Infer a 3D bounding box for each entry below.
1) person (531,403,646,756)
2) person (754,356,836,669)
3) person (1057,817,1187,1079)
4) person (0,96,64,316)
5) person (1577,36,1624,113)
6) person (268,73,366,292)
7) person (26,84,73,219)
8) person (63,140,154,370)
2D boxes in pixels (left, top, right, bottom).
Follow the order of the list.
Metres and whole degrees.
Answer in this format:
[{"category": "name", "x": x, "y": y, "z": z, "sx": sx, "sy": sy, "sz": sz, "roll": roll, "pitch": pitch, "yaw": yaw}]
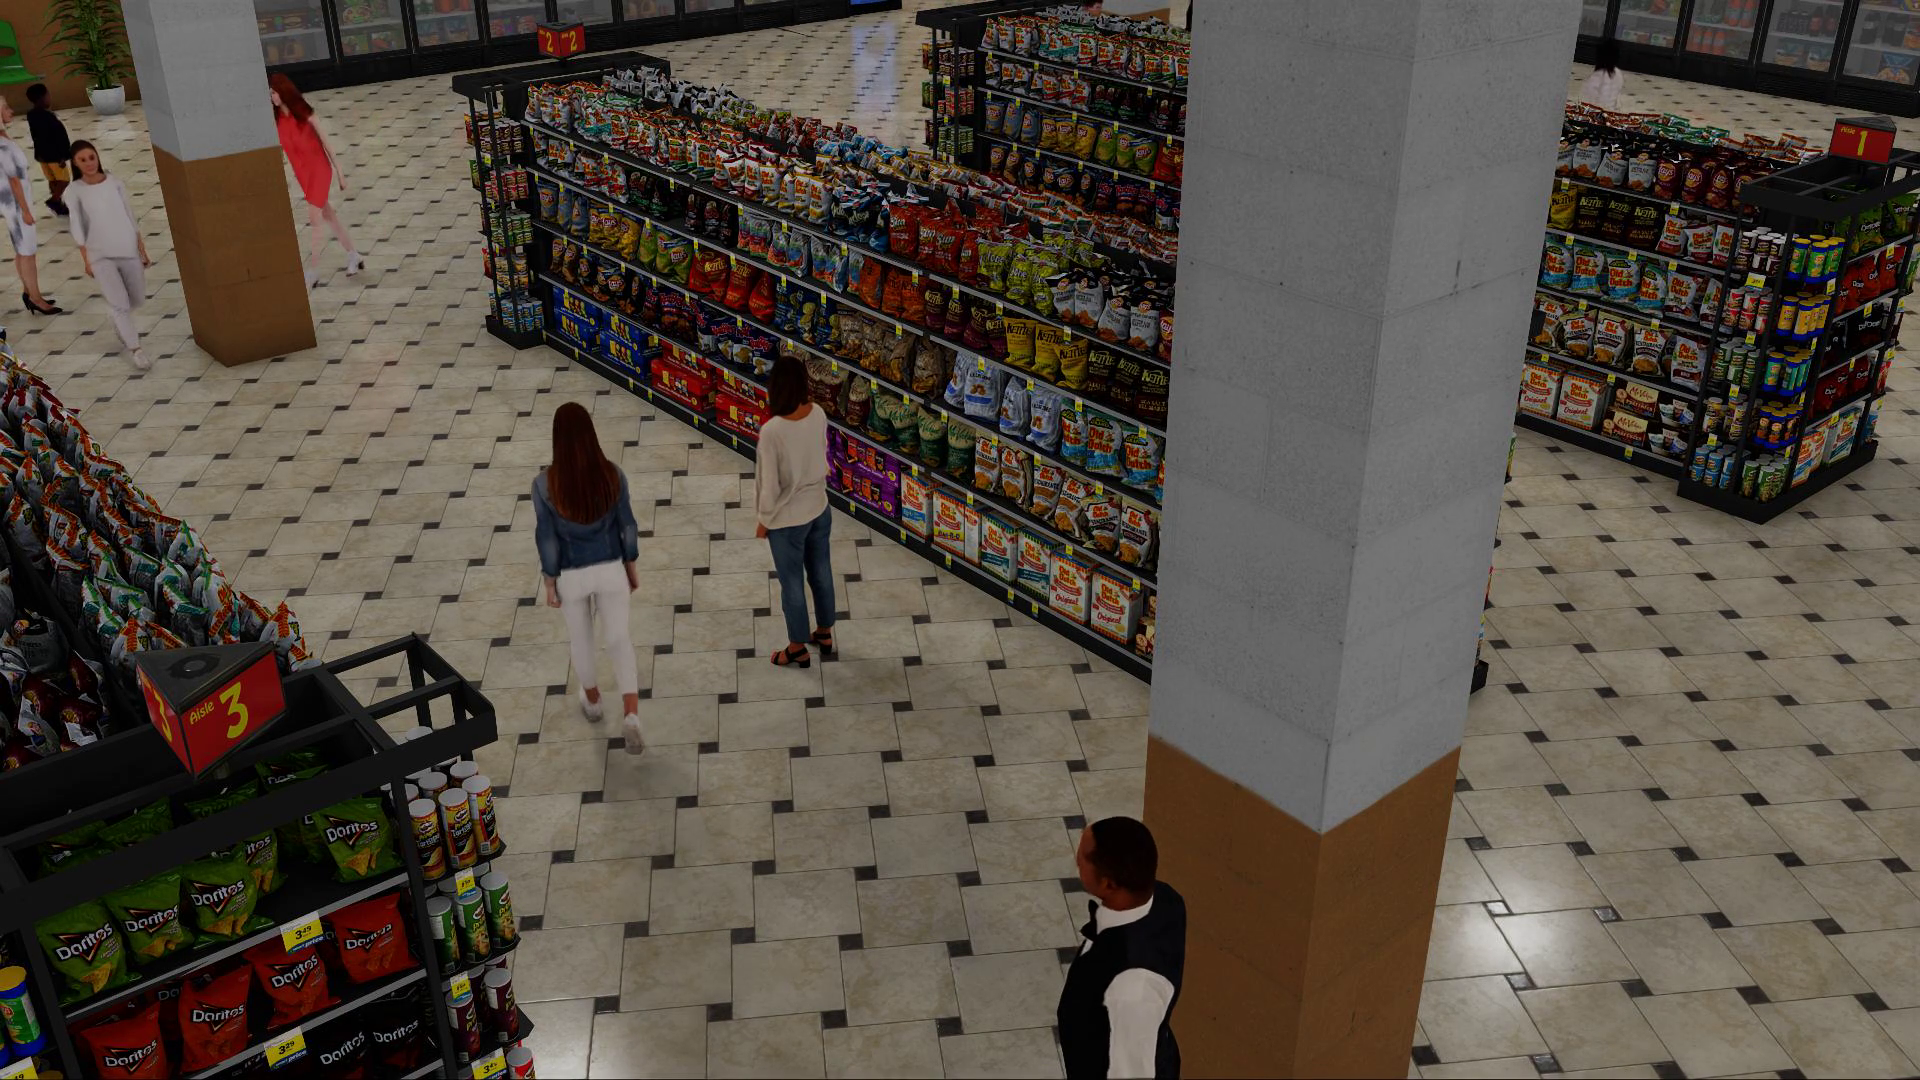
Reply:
[{"category": "person", "x": -1.684, "y": 0.214, "z": 7.662, "sx": 0.845, "sy": 1.680, "sz": 1.119, "roll": -10, "pitch": 29, "yaw": -19}, {"category": "person", "x": -0.813, "y": -0.136, "z": 8.349, "sx": 0.594, "sy": 1.683, "sz": 0.649, "roll": 21, "pitch": 34, "yaw": 36}, {"category": "person", "x": 0.467, "y": 1.573, "z": 4.718, "sx": 0.814, "sy": 1.918, "sz": 0.777, "roll": 5, "pitch": 27, "yaw": 9}, {"category": "person", "x": -7.539, "y": -2.677, "z": 13.285, "sx": 0.634, "sy": 1.750, "sz": 0.457, "roll": -18, "pitch": 32, "yaw": -32}, {"category": "person", "x": 6.187, "y": -3.986, "z": 16.018, "sx": 0.712, "sy": 1.612, "sz": 1.063, "roll": -16, "pitch": 31, "yaw": -28}, {"category": "person", "x": -5.324, "y": -3.006, "z": 13.915, "sx": 1.055, "sy": 1.767, "sz": 0.980, "roll": 6, "pitch": 28, "yaw": 12}, {"category": "person", "x": -8.676, "y": -3.661, "z": 15.766, "sx": 0.698, "sy": 1.262, "sz": 0.740, "roll": 8, "pitch": 28, "yaw": 15}, {"category": "person", "x": -6.277, "y": -2.122, "z": 12.277, "sx": 0.993, "sy": 1.671, "sz": 0.687, "roll": 23, "pitch": 35, "yaw": 37}]
